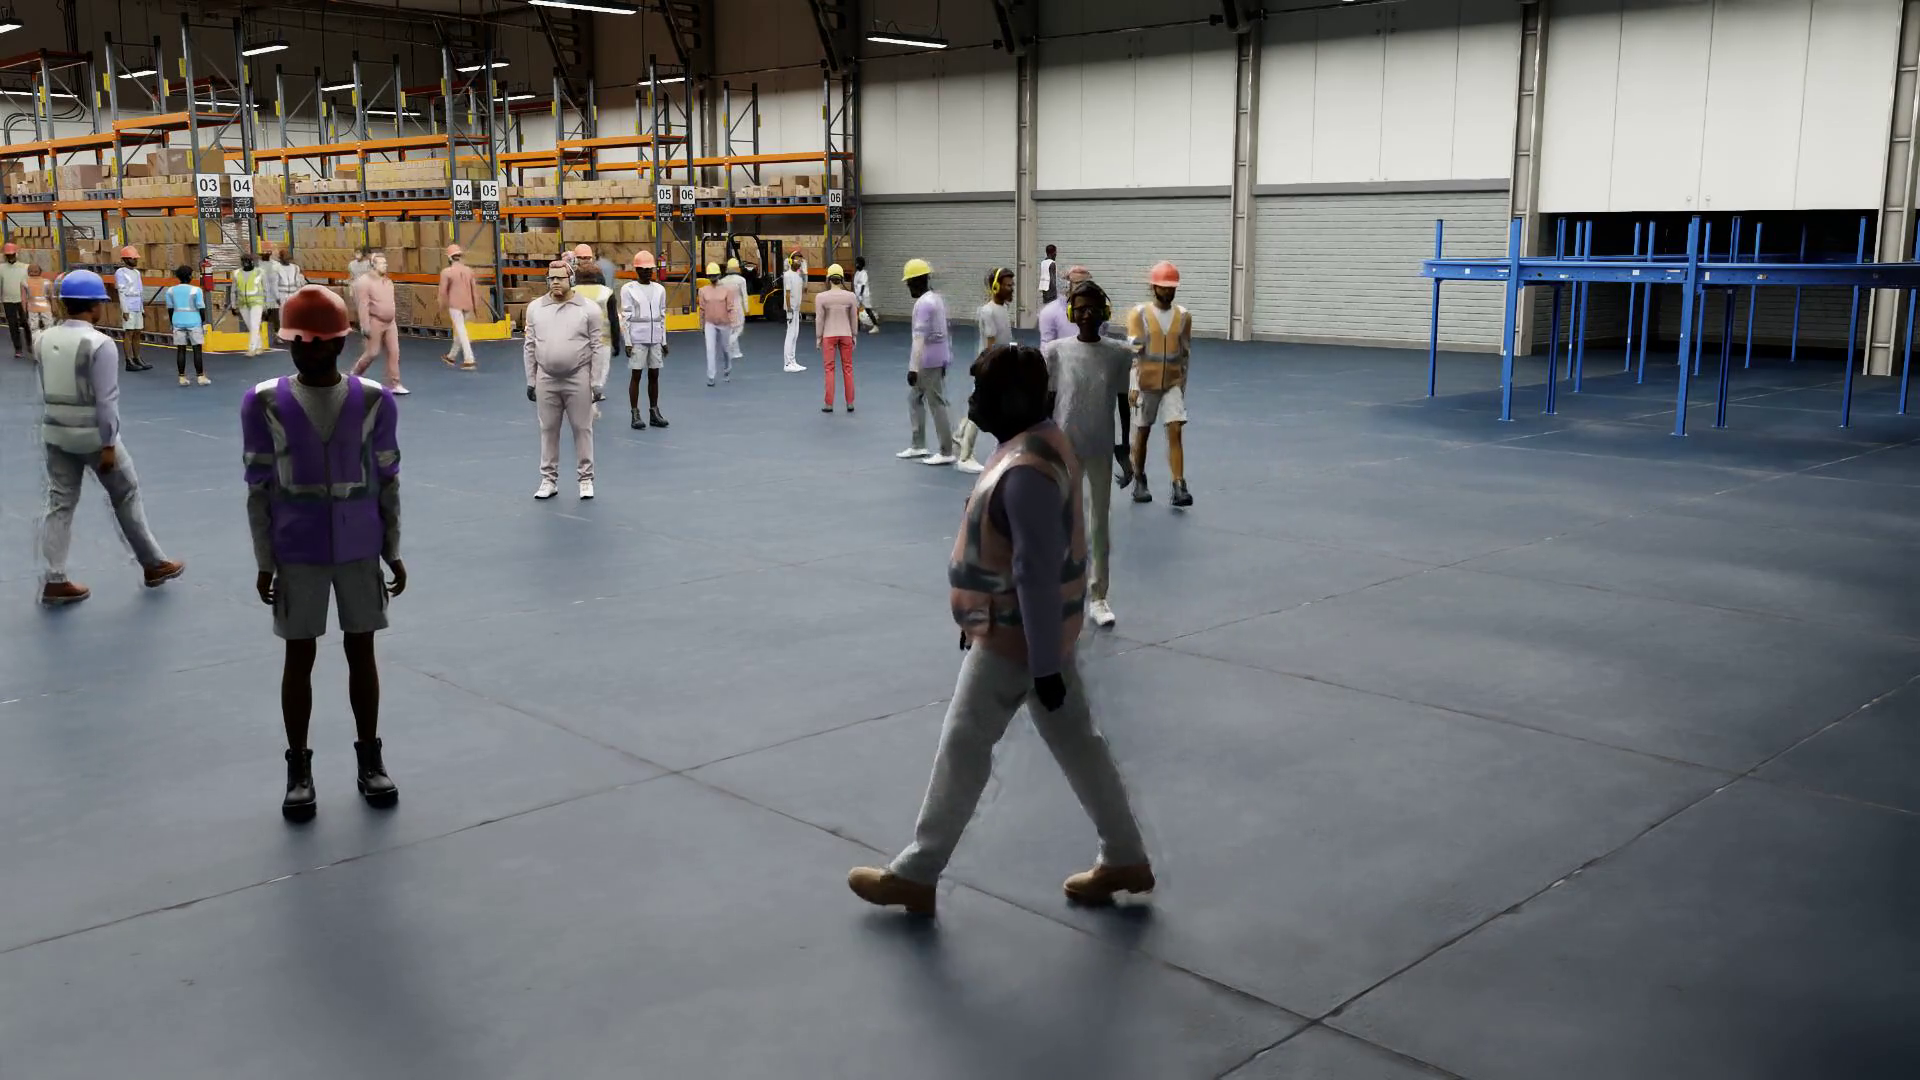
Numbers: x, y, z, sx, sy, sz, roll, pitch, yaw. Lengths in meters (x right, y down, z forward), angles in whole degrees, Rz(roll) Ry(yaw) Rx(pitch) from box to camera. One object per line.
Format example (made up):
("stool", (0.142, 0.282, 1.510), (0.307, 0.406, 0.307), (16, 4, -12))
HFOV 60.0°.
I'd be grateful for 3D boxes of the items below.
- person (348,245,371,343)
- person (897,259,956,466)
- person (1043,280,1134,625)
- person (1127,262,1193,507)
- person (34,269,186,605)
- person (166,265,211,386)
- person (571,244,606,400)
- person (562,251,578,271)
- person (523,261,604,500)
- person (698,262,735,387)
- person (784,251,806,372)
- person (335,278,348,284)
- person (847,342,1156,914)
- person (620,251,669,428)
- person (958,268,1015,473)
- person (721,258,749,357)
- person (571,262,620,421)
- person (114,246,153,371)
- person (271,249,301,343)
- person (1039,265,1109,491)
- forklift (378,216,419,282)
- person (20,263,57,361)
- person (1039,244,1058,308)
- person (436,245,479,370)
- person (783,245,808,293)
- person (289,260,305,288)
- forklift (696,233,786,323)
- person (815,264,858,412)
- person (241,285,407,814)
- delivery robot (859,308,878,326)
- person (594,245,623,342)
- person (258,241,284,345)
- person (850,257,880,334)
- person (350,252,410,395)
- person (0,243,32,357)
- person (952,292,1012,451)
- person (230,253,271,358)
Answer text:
("person", (-11.768, -4.865, 32.897), (0.642, 1.920, 0.491), (4, 11, 20))
("person", (-0.349, -1.649, 15.461), (0.739, 1.882, 0.722), (2, 11, 11))
("person", (0.693, -0.469, 9.049), (0.519, 1.873, 0.335), (0, 10, -1))
("person", (1.579, -1.203, 12.986), (0.567, 1.894, 0.958), (-2, 11, -11))
("person", (-5.047, -0.616, 9.753), (0.622, 1.904, 0.965), (4, 11, 19))
("person", (-10.908, -3.033, 23.503), (0.540, 1.696, 0.317), (0, 10, 0))
("person", (-4.818, -2.789, 21.353), (0.611, 1.997, 0.375), (-6, 12, -31))
("person", (-5.144, -2.894, 22.190), (0.409, 1.903, 0.638), (-4, 11, -21))
("person", (-3.193, -1.285, 13.400), (0.641, 1.909, 0.409), (0, 10, -1))
("person", (-3.449, -3.085, 23.675), (0.522, 1.736, 0.827), (0, 10, -1))
("person", (-2.591, -3.576, 26.012), (0.322, 1.863, 0.528), (2, 11, 11))
("person", (-15.680, -6.540, 42.117), (0.574, 1.884, 0.356), (-5, 11, -24))
("person", (0.175, 0.285, 5.187), (0.978, 1.796, 0.623), (2, 11, 9))
("person", (-3.469, -2.217, 18.395), (0.545, 1.939, 0.354), (-9, 14, -40))
("person", (0.394, -1.481, 14.704), (0.980, 1.812, 0.551), (5, 11, 24))
("person", (-3.924, -4.004, 28.719), (0.491, 1.721, 0.676), (5, 11, 24))
("person", (-4.190, -2.233, 18.865), (0.636, 1.815, 0.822), (2, 11, 11))
("person", (-12.996, -3.640, 26.157), (0.360, 1.939, 0.543), (1, 10, 4))
("person", (-13.180, -4.772, 32.626), (0.575, 1.823, 1.017), (-8, 13, -38))
("person", (0.957, -1.368, 13.982), (0.646, 1.871, 0.948), (-3, 11, -15))
("forklift", (-17.868, -9.201, 54.028), (1.873, 2.768, 1.129), (-10, 14, -44))
("person", (-15.504, -3.829, 28.011), (0.513, 1.638, 0.313), (-4, 11, -23))
("person", (1.845, -5.141, 34.393), (0.393, 1.921, 0.591), (-4, 11, -19))
("person", (-8.052, -3.696, 26.418), (0.981, 1.946, 0.652), (7, 13, 34))
("person", (-3.899, -6.039, 39.371), (0.572, 1.875, 0.970), (-2, 11, -12))
("person", (-13.596, -4.897, 33.904), (0.504, 1.620, 0.609), (-5, 12, -27))
("forklift", (-5.496, -6.489, 41.108), (2.313, 2.155, 1.214), (-10, 14, -44))
("person", (-1.489, -2.431, 20.042), (0.533, 1.768, 0.319), (-3, 11, -17))
("person", (-2.319, 0.036, 6.126), (0.546, 1.934, 0.376), (-5, 12, -26))
("delivery robot", (-2.032, -4.957, 36.976), (0.477, 0.478, 0.707), (-2, 11, -11))
("person", (-6.741, -4.602, 31.457), (0.479, 1.925, 0.629), (4, 11, 23))
("person", (-13.631, -4.863, 32.668), (0.617, 2.015, 0.997), (-9, 14, -41))
("person", (-2.126, -5.251, 35.727), (0.890, 1.648, 0.546), (-5, 11, -24))
("person", (-7.782, -2.889, 22.190), (0.793, 1.883, 0.650), (5, 12, 26))
("person", (-16.507, -4.193, 29.064), (0.621, 1.974, 0.444), (-4, 11, -19))
("person", (0.315, -1.667, 16.328), (0.830, 1.597, 0.497), (5, 12, 26))
("person", (-12.410, -4.115, 29.131), (0.645, 1.808, 0.951), (0, 10, -1))
